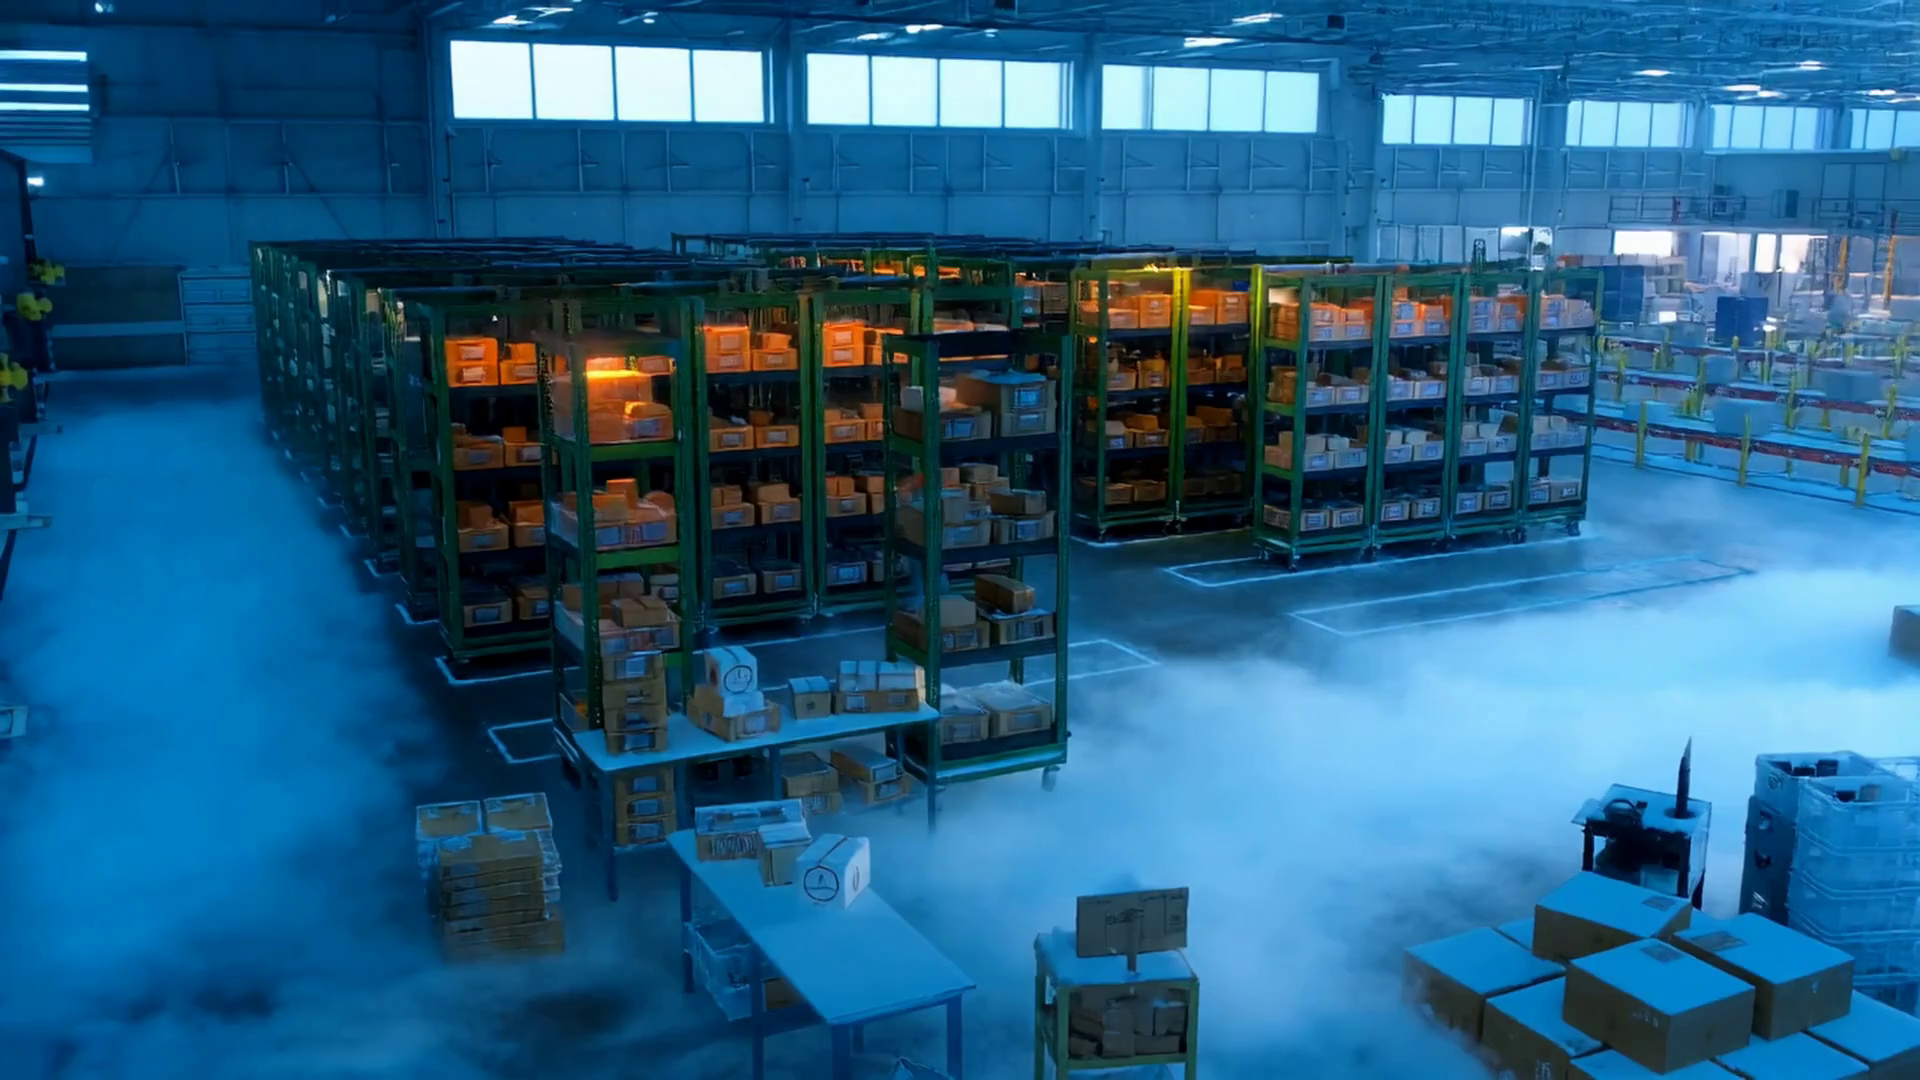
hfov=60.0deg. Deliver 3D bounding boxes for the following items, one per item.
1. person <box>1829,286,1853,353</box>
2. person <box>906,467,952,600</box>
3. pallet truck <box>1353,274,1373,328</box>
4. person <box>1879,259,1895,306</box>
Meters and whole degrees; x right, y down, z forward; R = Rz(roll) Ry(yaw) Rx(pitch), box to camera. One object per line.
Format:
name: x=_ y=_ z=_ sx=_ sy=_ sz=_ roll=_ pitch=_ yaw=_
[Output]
person: x=24.940 y=-6.209 z=46.907 sx=0.673 sy=1.879 sz=0.755 roll=-6 pitch=13 yaw=-24
person: x=-0.347 y=0.137 z=17.365 sx=0.451 sy=1.815 sz=0.614 roll=-10 pitch=16 yaw=-40
pallet truck: x=13.011 y=-8.050 z=55.243 sx=0.823 sy=1.965 sz=1.885 roll=-7 pitch=14 yaw=-28
person: x=36.174 y=-10.027 z=64.846 sx=0.507 sy=1.847 sz=0.343 roll=-8 pitch=15 yaw=-34
